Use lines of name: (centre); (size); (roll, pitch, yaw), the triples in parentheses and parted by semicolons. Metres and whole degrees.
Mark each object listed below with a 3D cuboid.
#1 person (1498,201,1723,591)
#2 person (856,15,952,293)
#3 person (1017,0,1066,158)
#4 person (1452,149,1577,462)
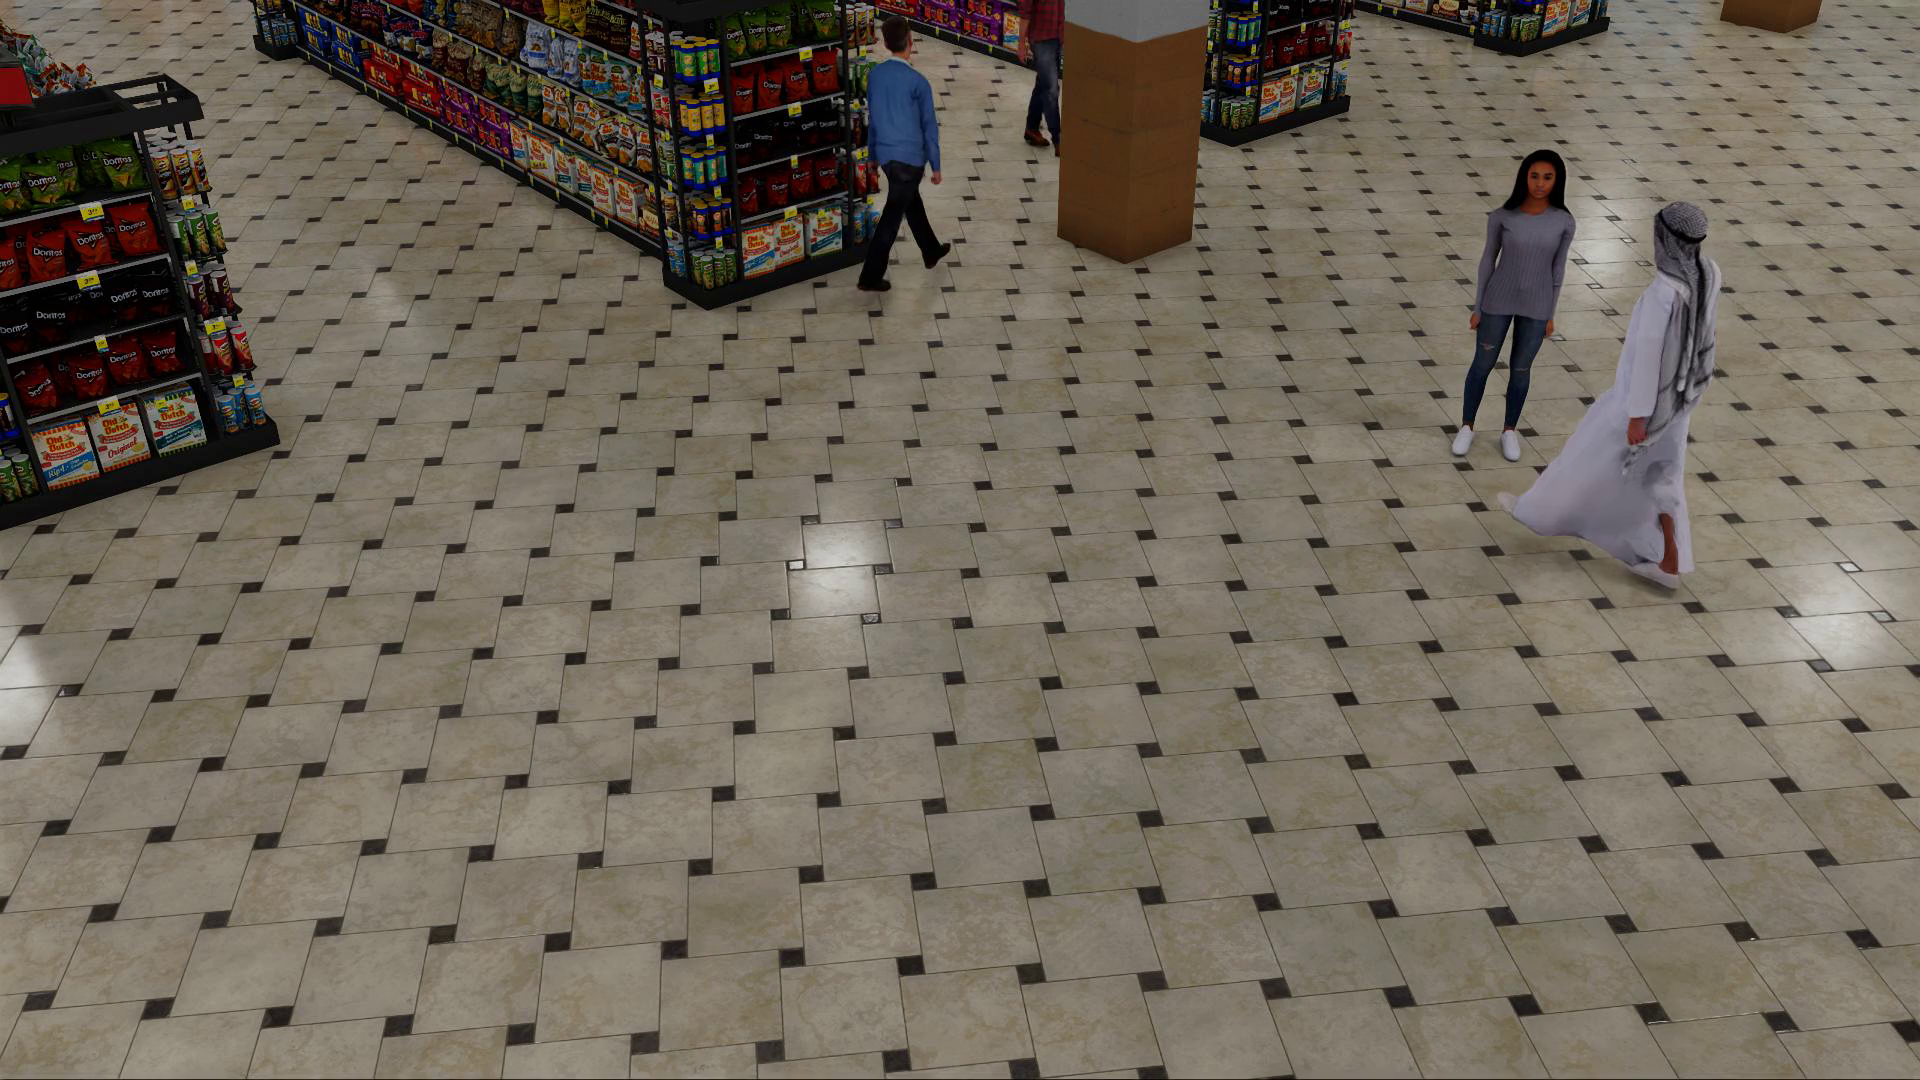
person: (3.329, -0.616, 7.829); (0.741, 1.880, 1.212); (-25, 40, -35)
person: (-0.443, -2.466, 10.915); (1.197, 1.760, 0.897); (24, 39, 33)
person: (0.648, -4.052, 13.425); (0.705, 1.802, 0.995); (-24, 39, -33)
person: (3.009, -1.267, 9.012); (0.659, 1.736, 0.746); (7, 33, 11)
